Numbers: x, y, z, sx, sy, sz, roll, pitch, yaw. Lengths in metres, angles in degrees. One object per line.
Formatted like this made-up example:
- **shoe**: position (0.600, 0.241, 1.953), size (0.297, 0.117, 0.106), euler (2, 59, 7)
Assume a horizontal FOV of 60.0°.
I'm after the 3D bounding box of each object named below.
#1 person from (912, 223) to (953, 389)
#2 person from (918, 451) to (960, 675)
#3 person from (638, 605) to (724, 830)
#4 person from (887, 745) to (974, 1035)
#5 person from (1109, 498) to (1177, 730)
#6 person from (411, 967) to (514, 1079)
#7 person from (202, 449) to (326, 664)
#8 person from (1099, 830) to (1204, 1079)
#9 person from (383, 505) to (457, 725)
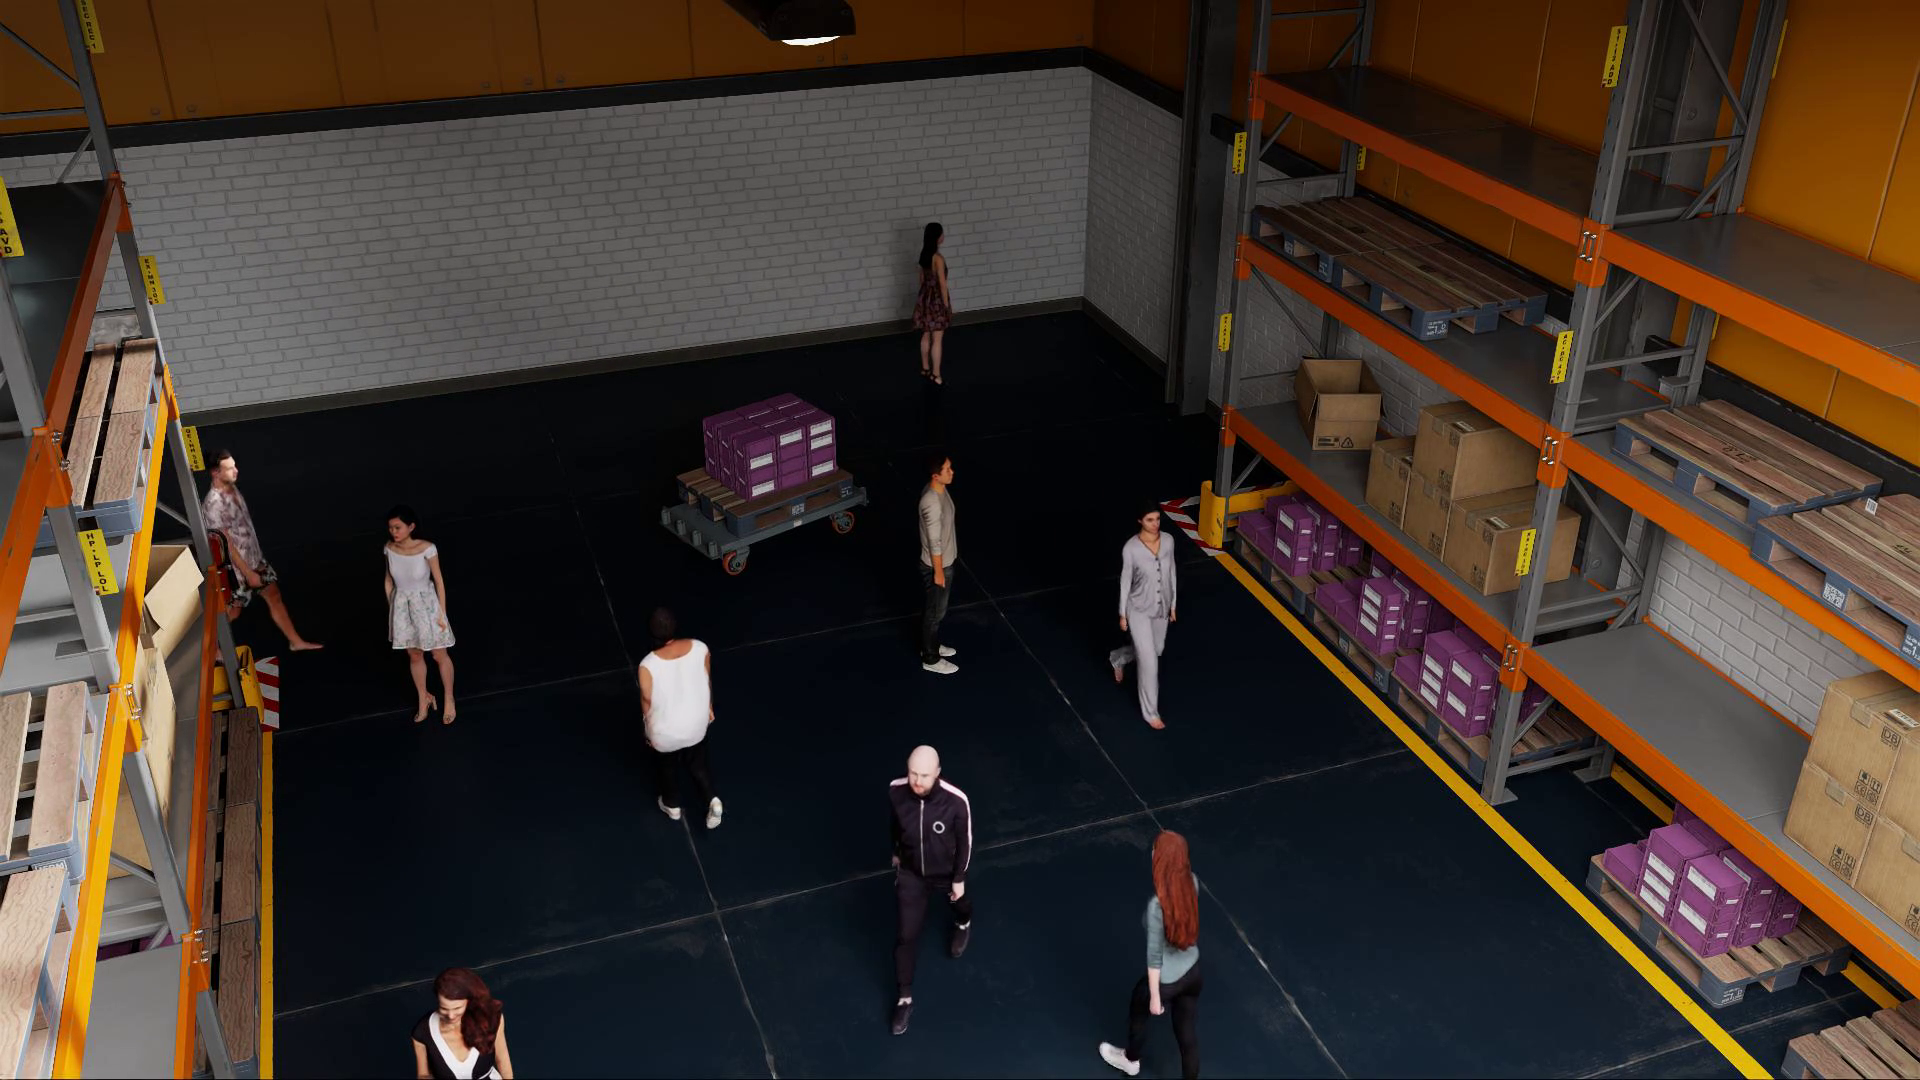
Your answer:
- **person**: position (-0.271, -2.459, 17.407), size (0.788, 1.774, 0.682), euler (-17, 33, -29)
- **person**: position (-0.184, 0.148, 12.589), size (0.789, 1.811, 0.613), euler (1, 29, 1)
- **person**: position (-1.831, 1.190, 10.829), size (0.781, 1.668, 0.969), euler (-18, 33, -30)
- **person**: position (-0.125, 1.842, 9.515), size (1.113, 1.781, 1.309), euler (8, 30, 14)
- **person**: position (1.317, 0.472, 12.064), size (0.680, 1.745, 1.039), euler (-13, 31, -23)
- **person**: position (-2.316, 2.718, 7.894), size (0.590, 1.796, 0.492), euler (-11, 31, -20)
- **person**: position (-5.562, 0.170, 12.578), size (0.993, 1.783, 1.141), euler (0, 29, 0)
- **person**: position (1.157, 2.336, 8.687), size (0.802, 1.708, 0.994), euler (-23, 36, -36)
- **person**: position (-3.866, 0.543, 11.905), size (0.762, 1.773, 0.788), euler (4, 29, 7)
